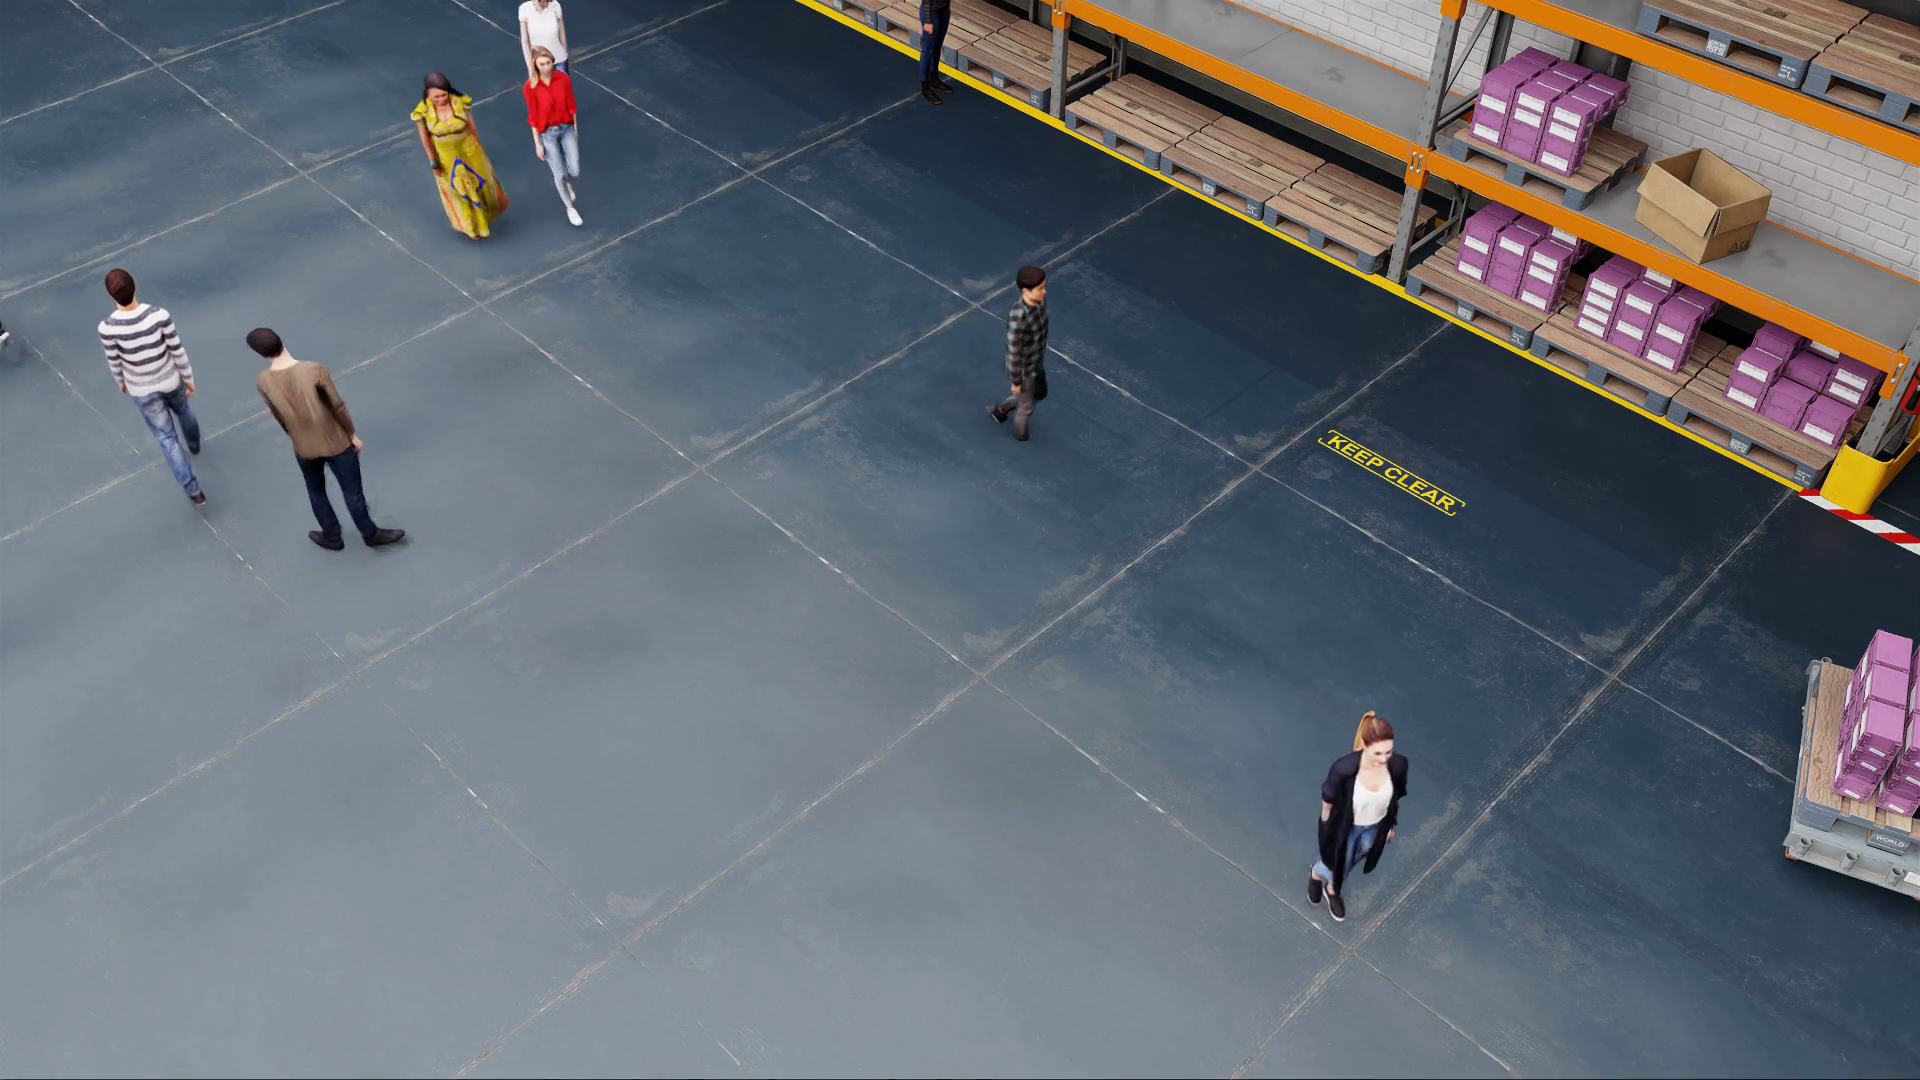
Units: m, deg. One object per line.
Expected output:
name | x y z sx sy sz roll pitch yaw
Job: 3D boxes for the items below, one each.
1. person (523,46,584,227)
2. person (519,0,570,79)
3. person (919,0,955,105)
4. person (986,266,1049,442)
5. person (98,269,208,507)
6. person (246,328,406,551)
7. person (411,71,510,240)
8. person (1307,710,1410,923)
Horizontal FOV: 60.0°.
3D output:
person | -3.588 -3.592 14.661 0.721 1.692 0.803 -22 48 -22
person | -3.862 -4.502 15.605 0.966 1.707 1.153 -8 44 -8
person | -0.251 -5.165 16.265 0.616 1.757 0.661 22 48 21
person | 0.430 -1.370 12.557 0.910 1.702 0.848 17 46 17
person | -5.744 -1.058 11.918 0.781 1.806 1.249 -26 49 -25
person | -4.356 -0.659 11.467 0.870 1.851 0.922 9 44 9
person | -4.417 -3.389 14.489 0.970 1.636 0.974 -21 47 -21
person | 2.186 1.504 9.324 0.784 1.674 0.846 -7 44 -8
